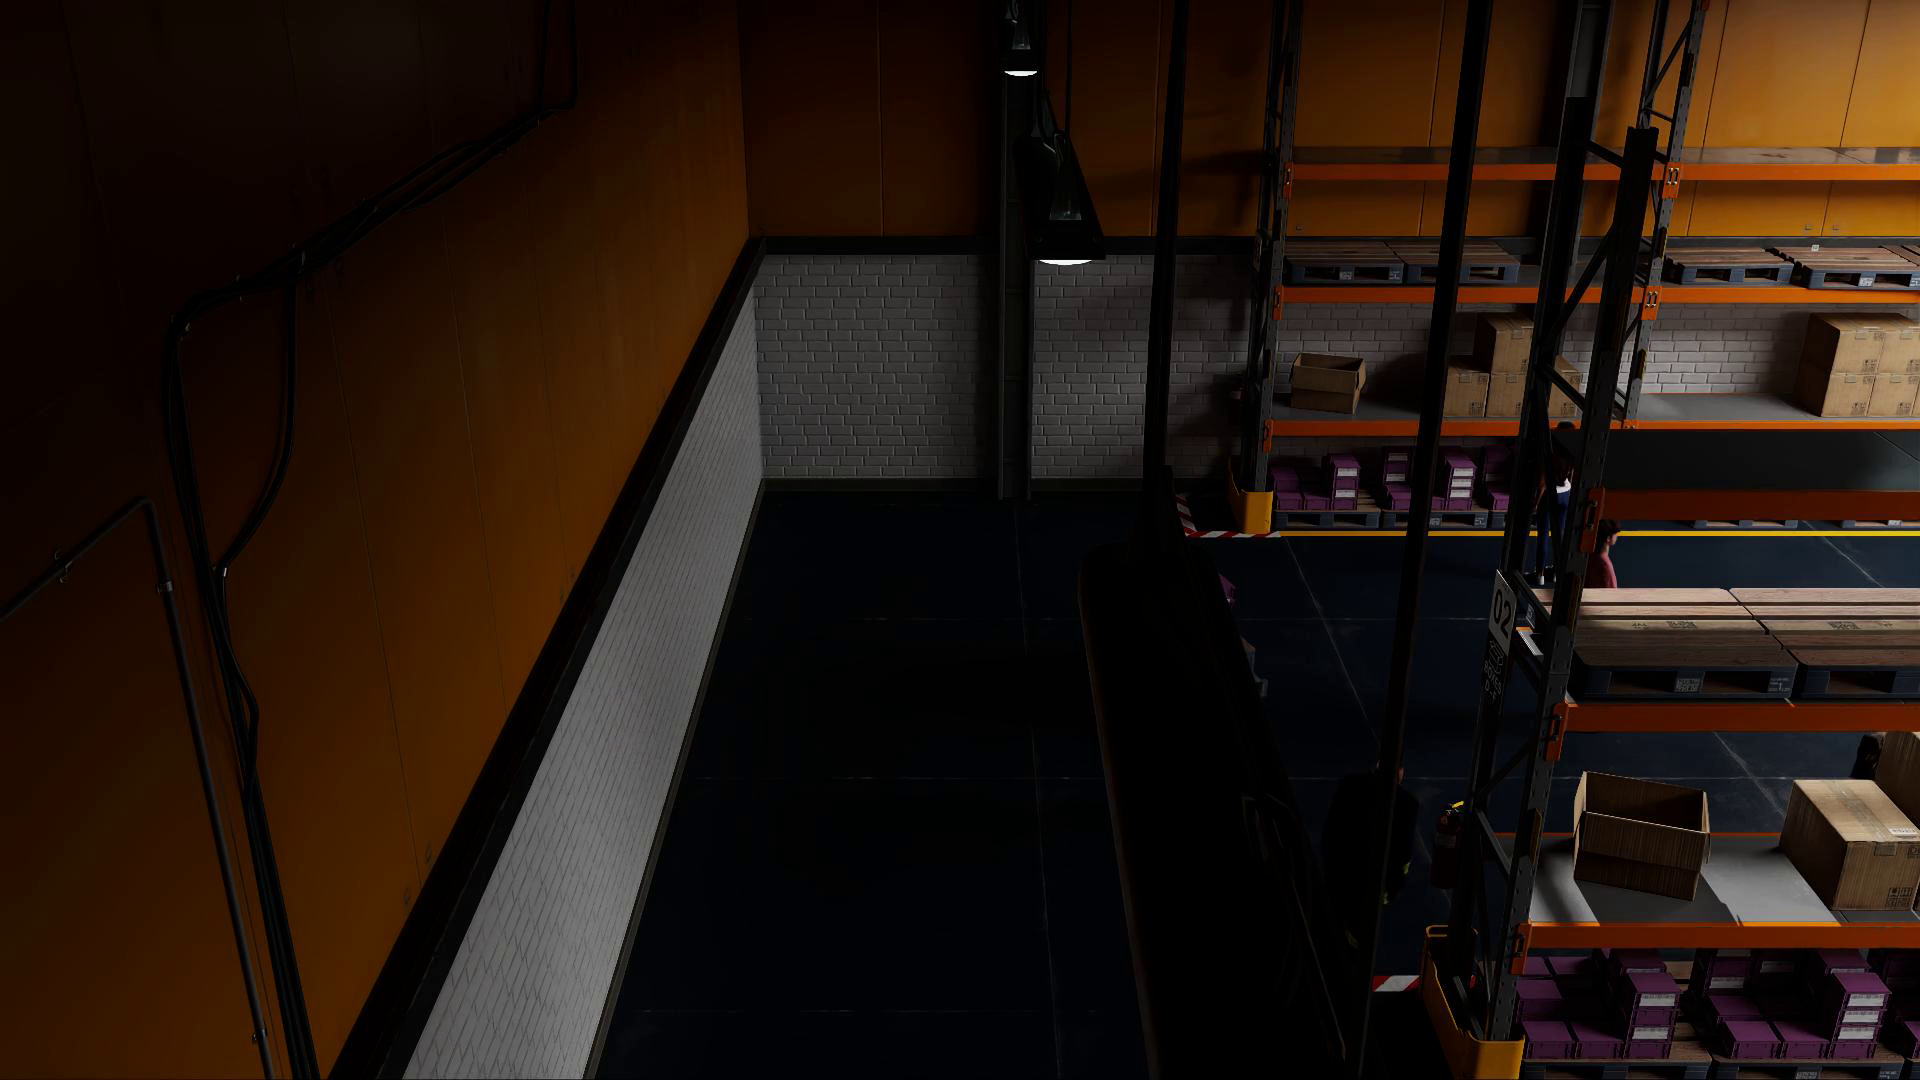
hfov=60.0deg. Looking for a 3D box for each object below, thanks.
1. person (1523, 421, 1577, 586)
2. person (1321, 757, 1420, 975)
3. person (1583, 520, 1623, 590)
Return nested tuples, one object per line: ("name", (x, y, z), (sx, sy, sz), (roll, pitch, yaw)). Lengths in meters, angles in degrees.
("person", (6.135, -0.389, 17.149), (0.554, 1.774, 0.704), (-7, 25, -15))
("person", (2.766, 2.140, 11.280), (0.845, 1.842, 0.954), (13, 27, 27))
("person", (5.442, 0.717, 14.389), (0.626, 1.959, 0.670), (-5, 24, -12))
